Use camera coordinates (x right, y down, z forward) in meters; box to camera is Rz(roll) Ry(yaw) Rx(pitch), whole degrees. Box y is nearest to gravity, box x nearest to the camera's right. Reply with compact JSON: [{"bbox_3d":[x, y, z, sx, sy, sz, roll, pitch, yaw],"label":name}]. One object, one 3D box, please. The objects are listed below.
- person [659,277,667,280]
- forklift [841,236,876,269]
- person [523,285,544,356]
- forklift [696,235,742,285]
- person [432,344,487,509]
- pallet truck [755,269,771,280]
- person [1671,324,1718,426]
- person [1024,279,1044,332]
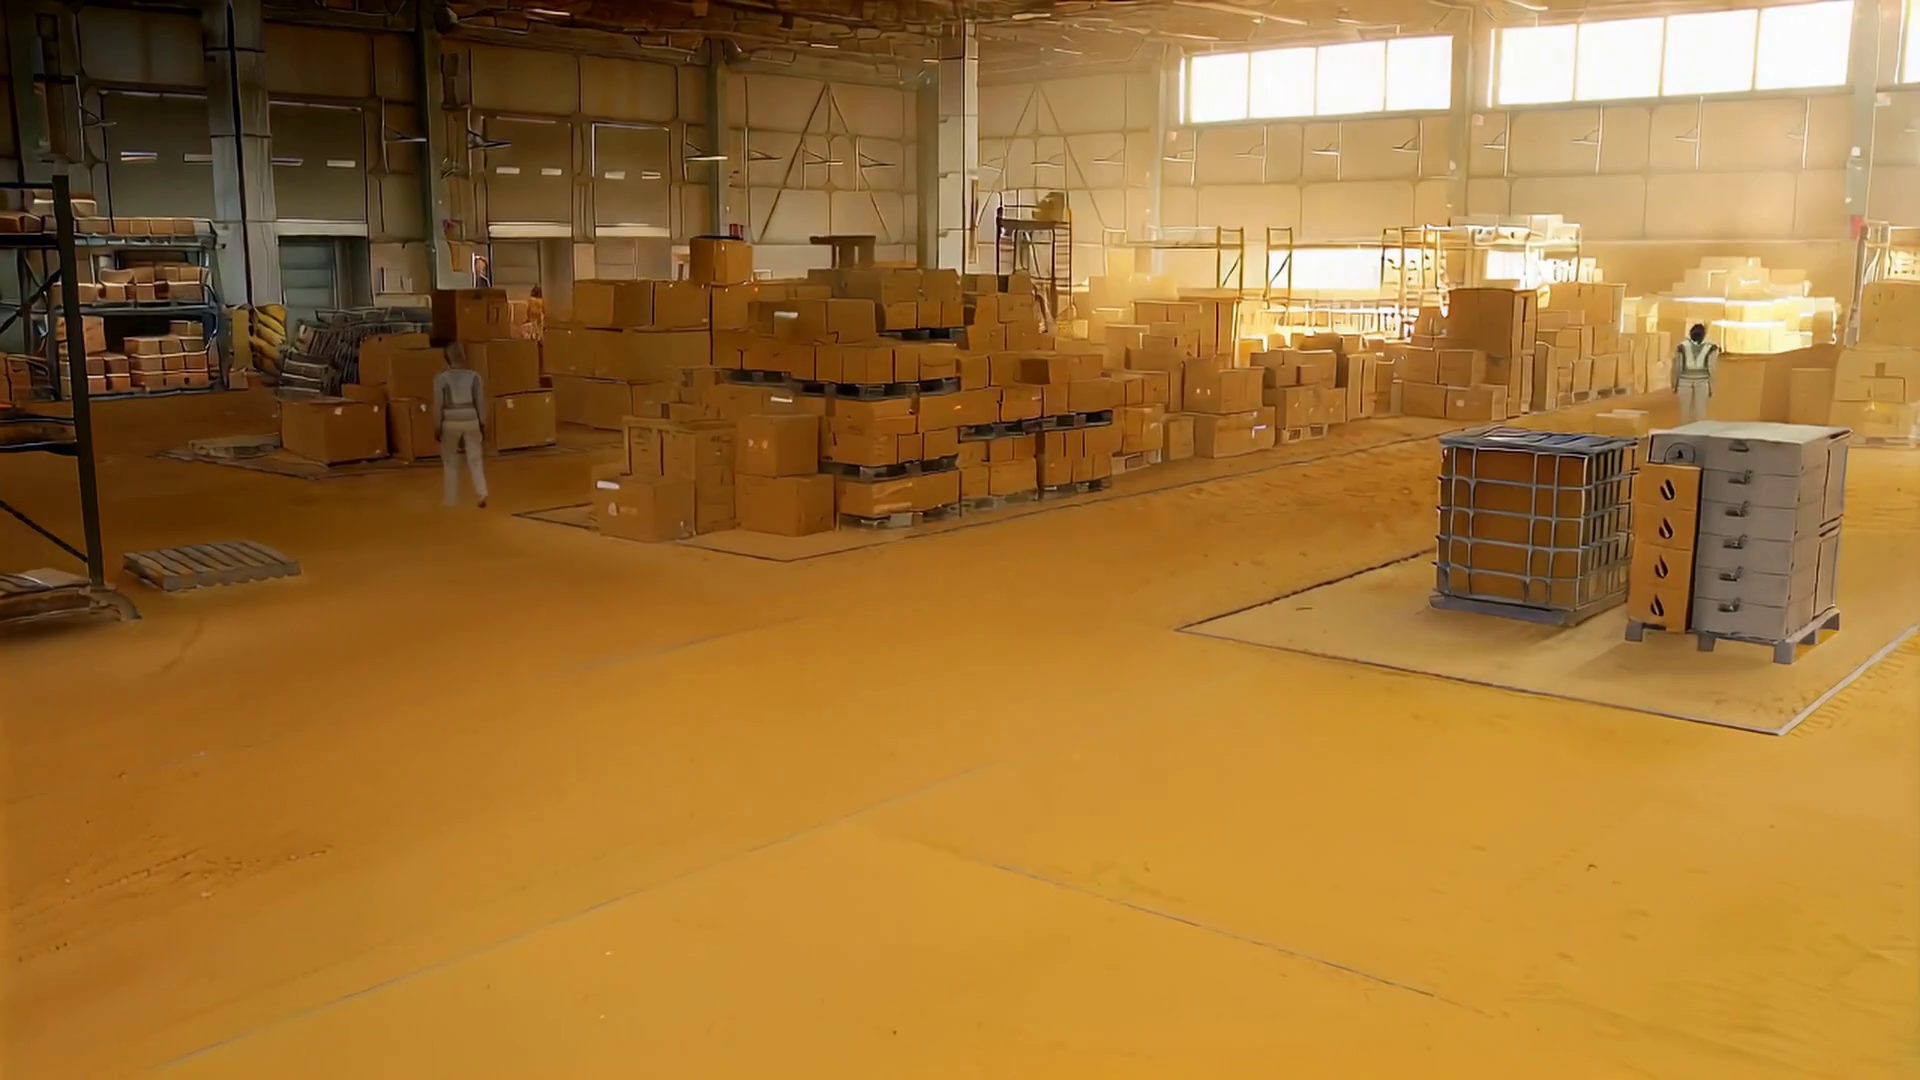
[{"bbox_3d":[-6.389,-4.707,35.918,0.640,1.927,0.388,-5,11,-26],"label":"person"},{"bbox_3d":[-2.351,-5.674,38.698,1.873,2.768,1.129,-9,13,-42],"label":"forklift"},{"bbox_3d":[-9.990,-5.147,39.063,0.315,1.696,0.541,9,13,41],"label":"person"},{"bbox_3d":[-5.101,-5.116,35.521,1.129,2.768,1.873,-7,12,-36],"label":"forklift"},{"bbox_3d":[-4.884,-1.093,16.263,0.520,1.650,0.519,-7,12,-34],"label":"person"},{"bbox_3d":[-4.996,-6.432,45.525,1.885,1.965,0.823,-6,12,-32],"label":"pallet truck"},{"bbox_3d":[9.314,-1.943,21.132,0.517,1.591,0.874,5,11,27],"label":"person"},{"bbox_3d":[1.522,-4.418,34.281,0.544,1.925,0.448,9,13,41],"label":"person"}]
